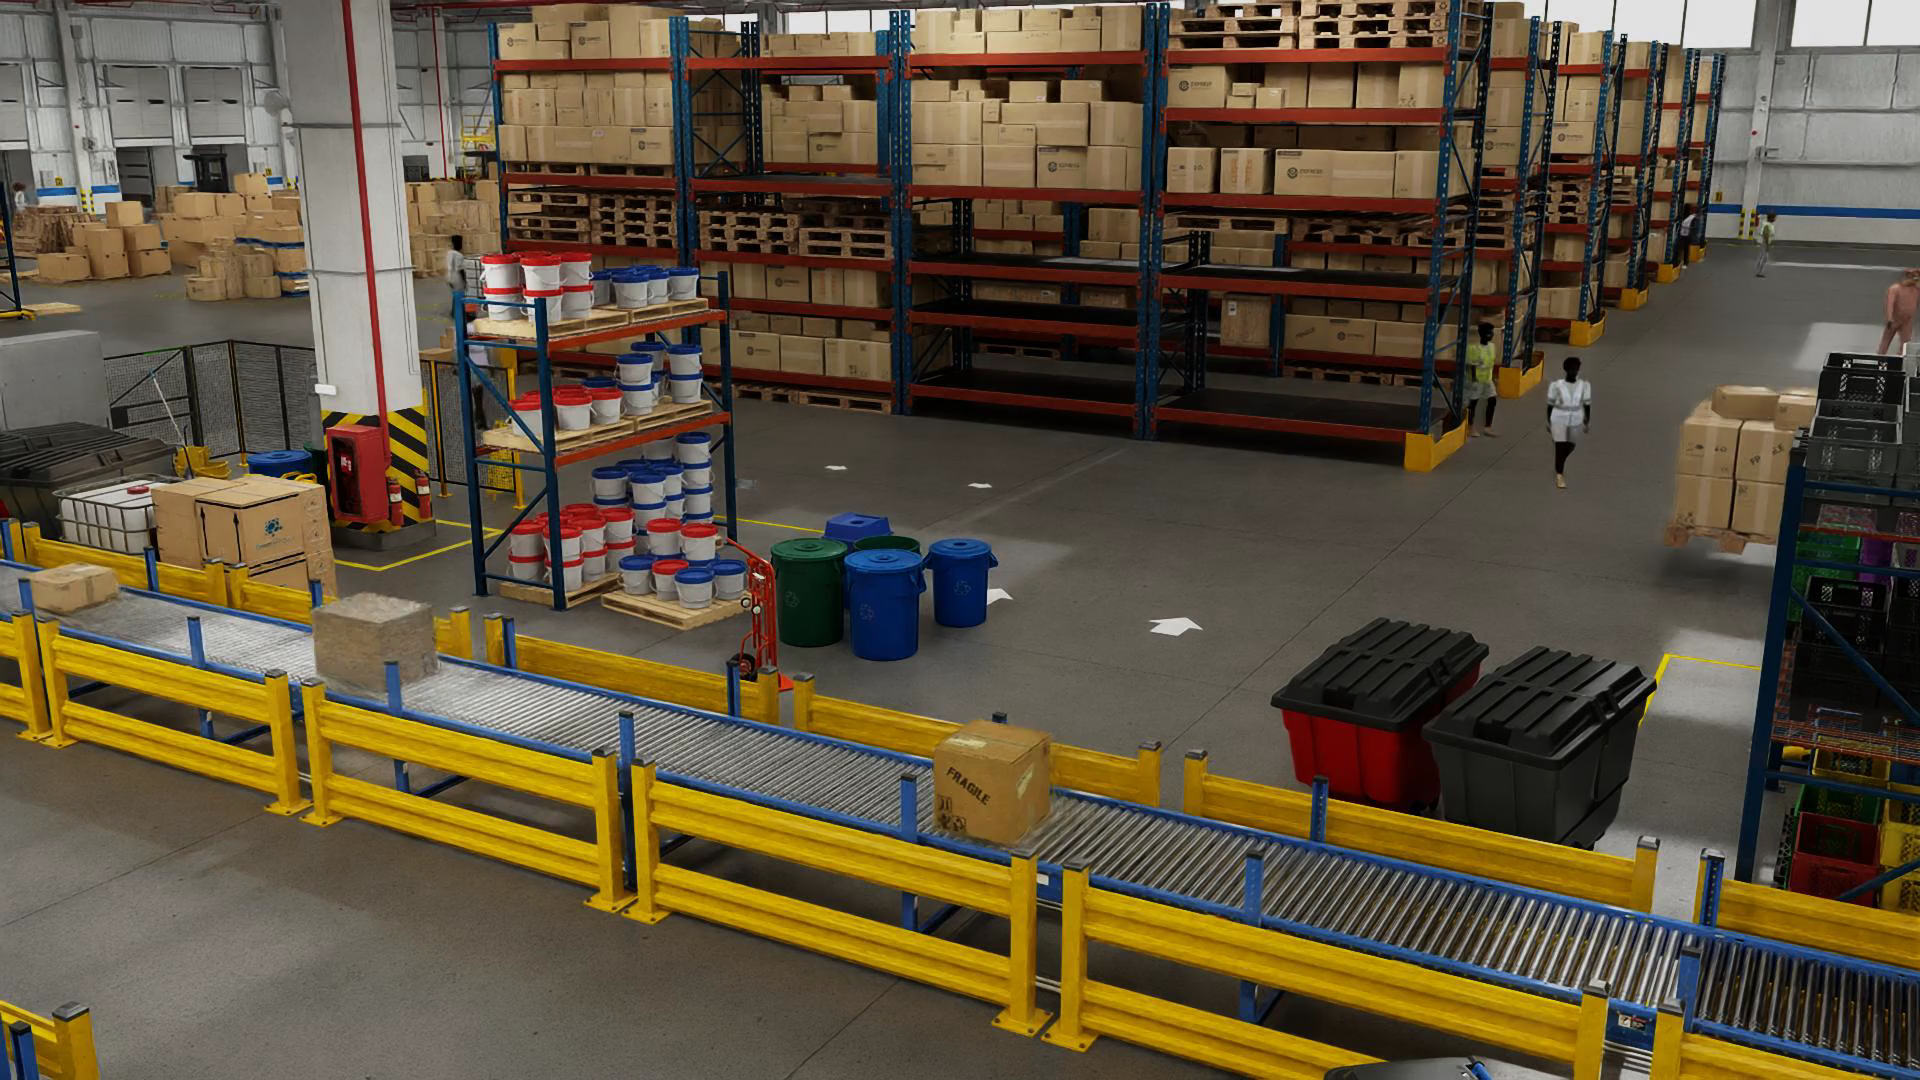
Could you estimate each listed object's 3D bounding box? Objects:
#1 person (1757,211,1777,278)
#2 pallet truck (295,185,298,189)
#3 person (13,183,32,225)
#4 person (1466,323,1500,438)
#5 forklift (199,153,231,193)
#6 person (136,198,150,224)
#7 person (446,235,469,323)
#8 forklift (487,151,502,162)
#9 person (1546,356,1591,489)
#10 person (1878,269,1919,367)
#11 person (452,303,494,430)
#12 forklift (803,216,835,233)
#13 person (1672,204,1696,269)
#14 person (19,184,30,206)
[{"bbox_3d":[22.169,-8.132,45.741,0.400,1.808,0.740,8,17,28],"label":"person"},{"bbox_3d":[-26.804,-14.617,69.738,1.885,1.965,0.823,-14,20,-42],"label":"pallet truck"},{"bbox_3d":[-33.598,-11.866,59.639,0.586,1.869,0.582,14,20,43],"label":"person"},{"bbox_3d":[7.577,-2.284,23.974,0.548,1.679,0.572,-8,17,-27],"label":"person"},{"bbox_3d":[-27.440,-12.865,61.464,1.873,2.768,1.129,8,17,28],"label":"forklift"},{"bbox_3d":[-24.815,-9.408,50.426,0.650,1.887,0.848,5,16,17],"label":"person"},{"bbox_3d":[-10.892,-5.662,36.165,0.425,1.945,0.628,-12,19,-39],"label":"person"},{"bbox_3d":[-17.877,-13.610,64.263,1.873,2.768,1.129,1,15,2],"label":"forklift"},{"bbox_3d":[7.722,-1.538,21.202,0.537,1.670,0.784,1,15,3],"label":"person"},{"bbox_3d":[16.938,-3.949,29.922,0.679,1.839,0.992,-1,15,-3],"label":"person"},{"bbox_3d":[-7.291,-2.628,24.865,0.562,1.885,0.973,-10,18,-33],"label":"person"},{"bbox_3d":[-2.593,-4.664,30.633,1.873,2.768,1.129,8,17,28],"label":"forklift"},{"bbox_3d":[20.714,-8.689,47.686,1.017,1.868,0.609,-12,19,-39],"label":"person"},{"bbox_3d":[-35.727,-12.727,63.385,0.524,1.611,0.754,5,16,19],"label":"person"}]
